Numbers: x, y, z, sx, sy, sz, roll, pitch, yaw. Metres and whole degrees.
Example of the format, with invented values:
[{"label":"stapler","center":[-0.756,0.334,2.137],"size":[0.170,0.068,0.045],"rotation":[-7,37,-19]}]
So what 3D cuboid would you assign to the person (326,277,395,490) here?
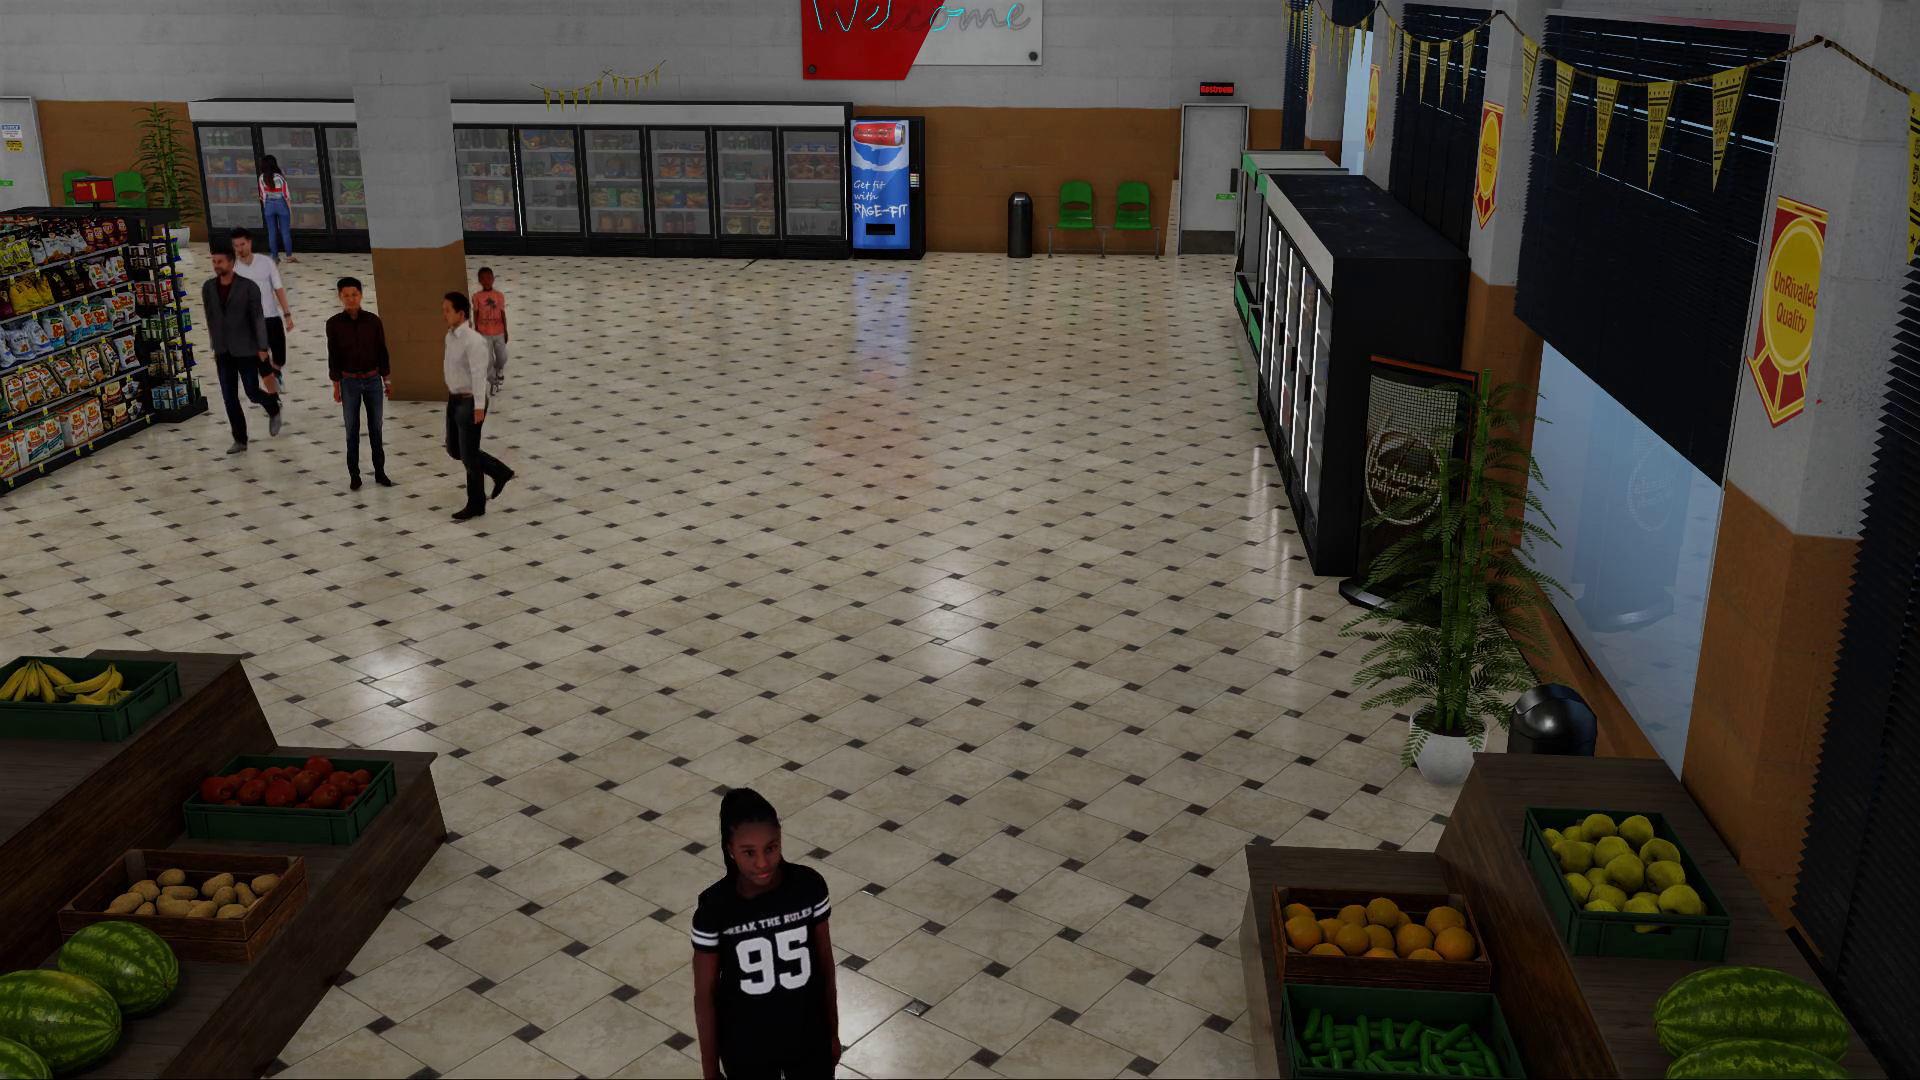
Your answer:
[{"label":"person","center":[-5.019,-1.318,13.913],"size":[0.712,1.781,0.710],"rotation":[-9,21,-25]}]

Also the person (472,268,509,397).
[{"label":"person","center":[-4.846,-2.161,17.164],"size":[0.633,1.301,0.801],"rotation":[-6,19,-16]}]

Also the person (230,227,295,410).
[{"label":"person","center":[-6.906,-2.190,16.432],"size":[0.991,1.824,1.121],"rotation":[-9,21,-25]}]

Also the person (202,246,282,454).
[{"label":"person","center":[-6.490,-1.724,15.000],"size":[0.685,1.855,0.956],"rotation":[1,19,4]}]

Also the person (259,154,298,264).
[{"label":"person","center":[-10.312,-4.998,25.089],"size":[0.623,1.614,0.567],"rotation":[-2,19,-5]}]

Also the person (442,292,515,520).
[{"label":"person","center":[-3.808,-1.068,13.148],"size":[0.984,1.795,0.916],"rotation":[-17,25,-41]}]

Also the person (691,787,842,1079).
[{"label":"person","center":[-0.639,1.582,5.414],"size":[0.830,1.717,0.923],"rotation":[-8,20,-23]}]
